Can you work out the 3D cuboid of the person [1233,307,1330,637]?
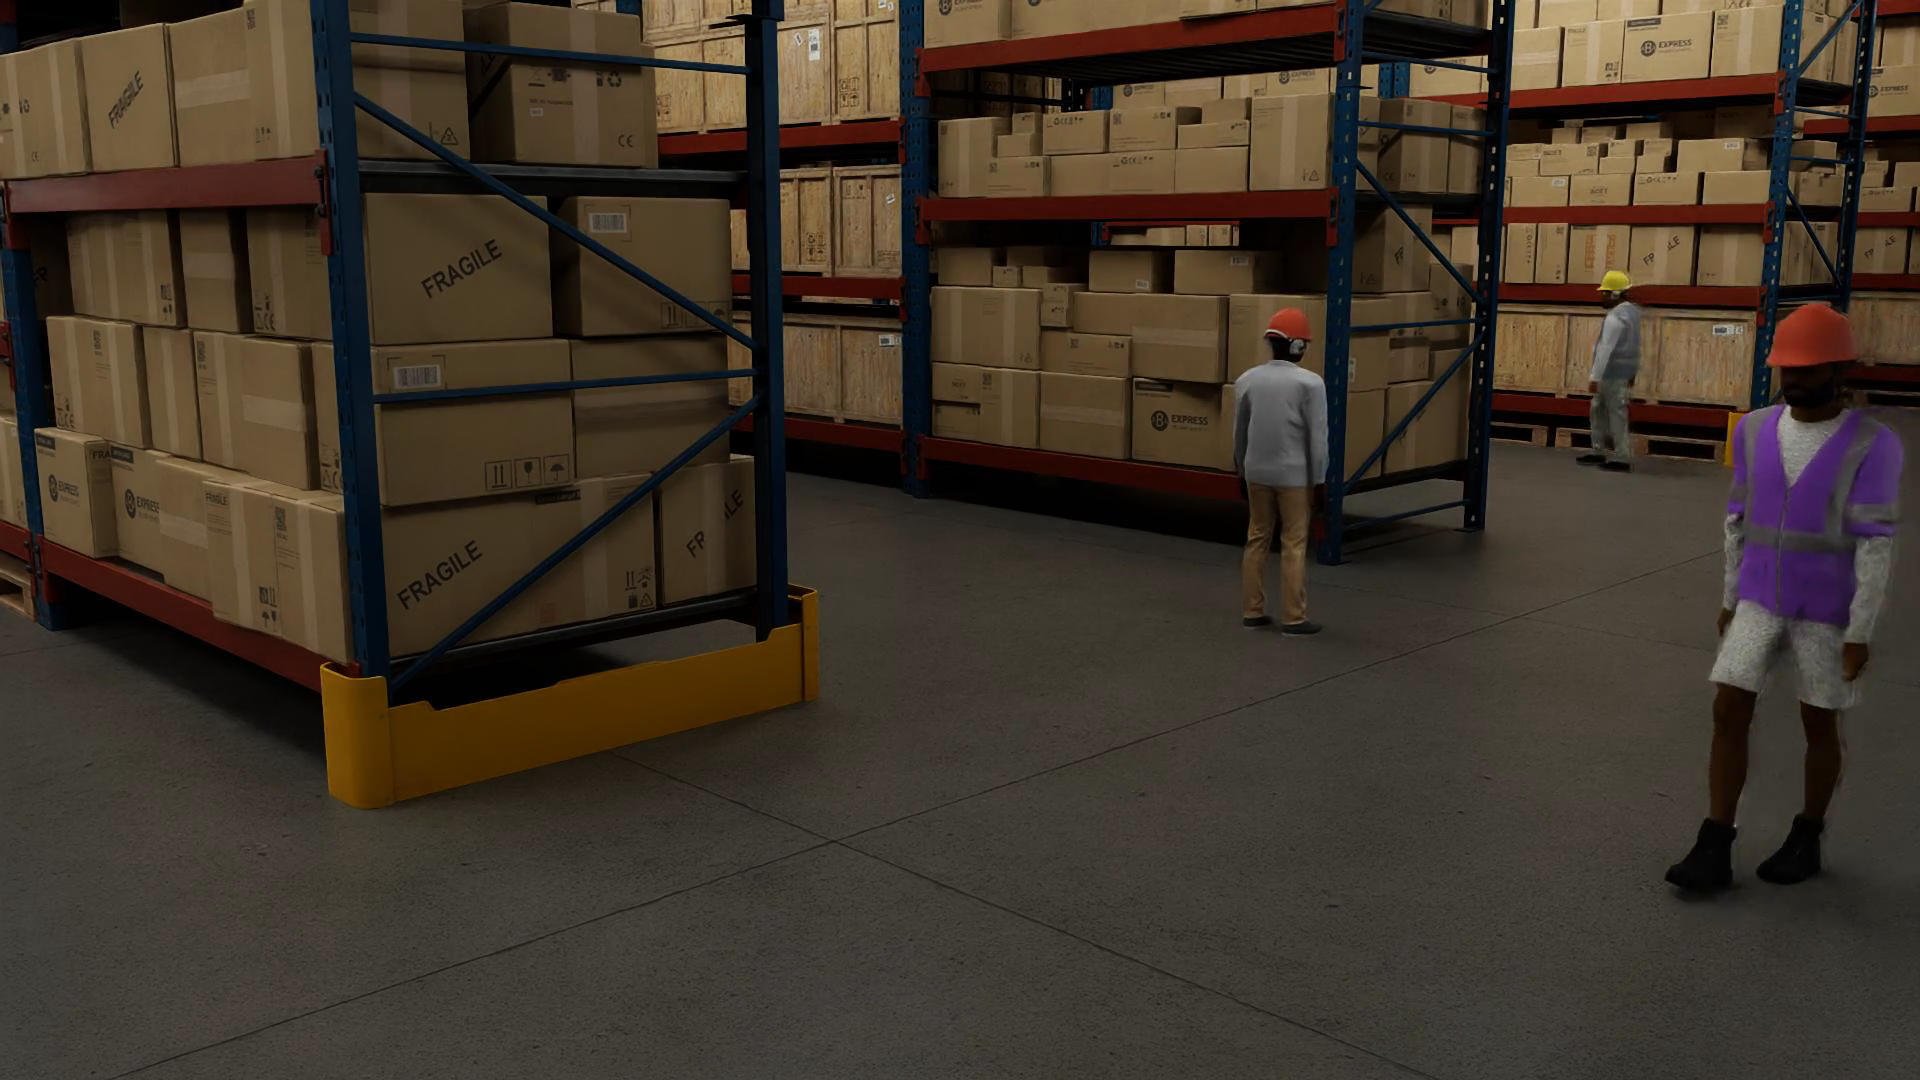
[{"bbox_3d":[1.735,-0.364,8.912,0.573,1.748,0.342,10,14,44],"label":"person"}]

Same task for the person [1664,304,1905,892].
[{"bbox_3d":[2.605,0.219,5.295,0.809,1.908,0.578,-8,13,-36],"label":"person"}]

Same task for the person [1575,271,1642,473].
[{"bbox_3d":[5.822,-1.520,15.050,0.669,1.806,0.633,7,13,35],"label":"person"}]
